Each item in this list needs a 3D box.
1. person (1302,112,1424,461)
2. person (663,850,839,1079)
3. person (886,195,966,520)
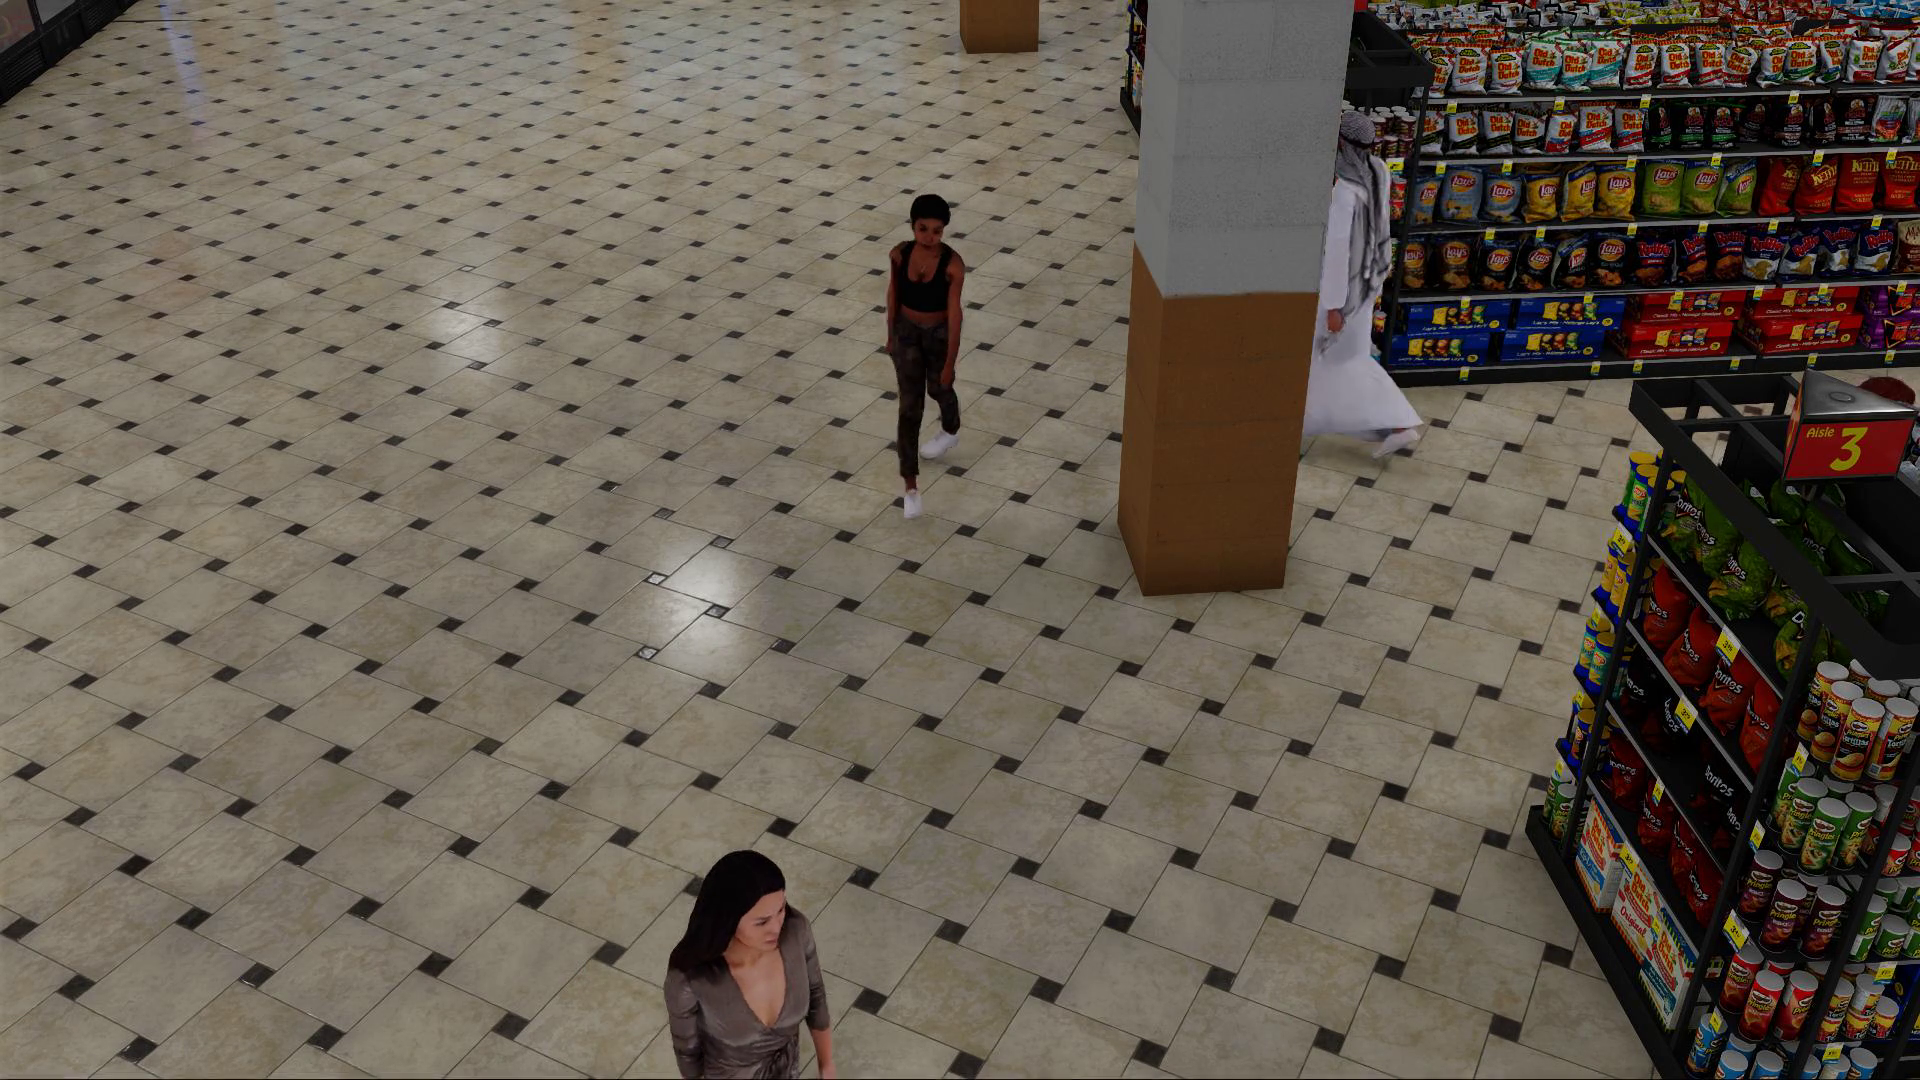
[{"bbox_3d":[2.091,-1.280,8.743,1.269,1.892,1.166,22,38,31],"label":"person"},{"bbox_3d":[-0.619,1.444,4.544,1.082,1.702,1.027,-22,38,-31],"label":"person"},{"bbox_3d":[-0.154,-1.004,8.545,1.196,1.632,0.991,13,34,19],"label":"person"}]
